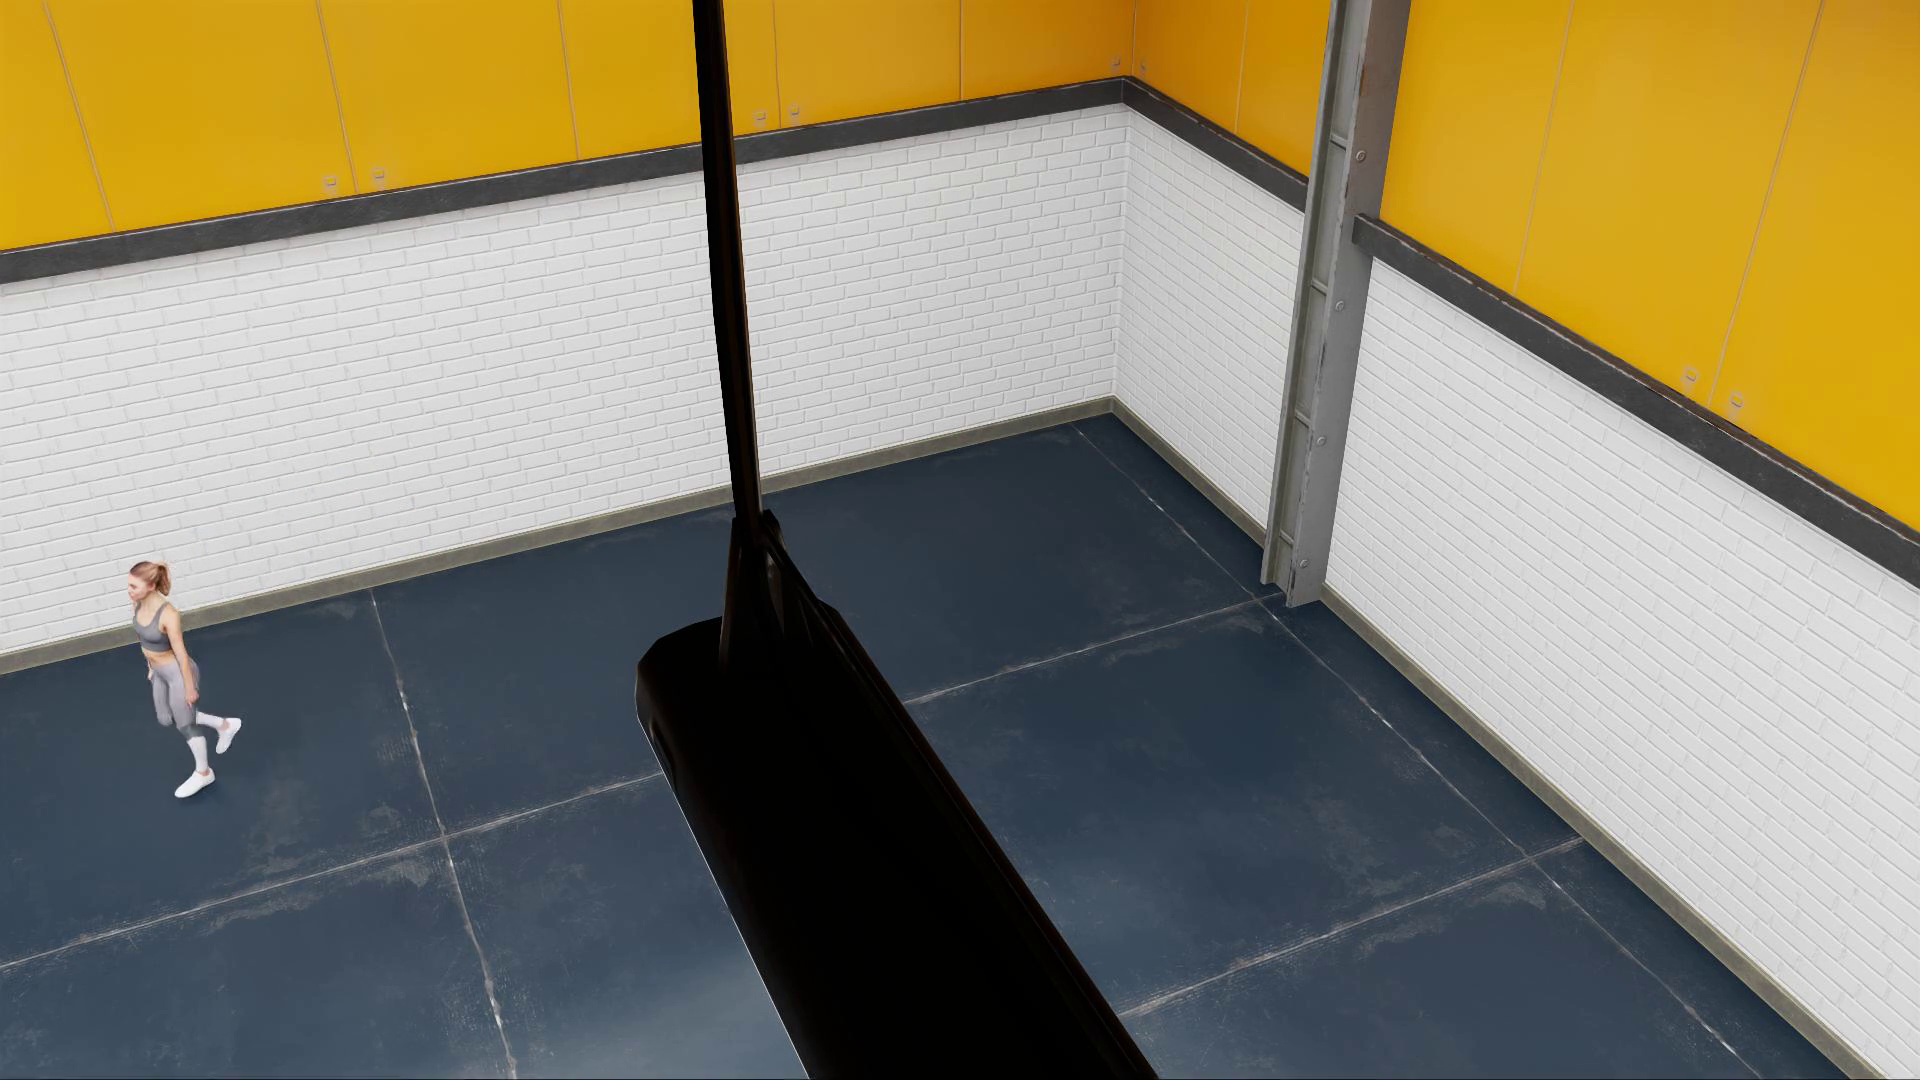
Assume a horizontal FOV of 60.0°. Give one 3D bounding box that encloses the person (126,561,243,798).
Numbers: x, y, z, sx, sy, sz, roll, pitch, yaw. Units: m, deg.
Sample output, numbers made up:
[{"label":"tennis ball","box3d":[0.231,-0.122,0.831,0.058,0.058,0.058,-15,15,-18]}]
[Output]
[{"label":"person","box3d":[-4.835,0.809,10.381,0.845,1.698,0.845,22,40,30]}]
